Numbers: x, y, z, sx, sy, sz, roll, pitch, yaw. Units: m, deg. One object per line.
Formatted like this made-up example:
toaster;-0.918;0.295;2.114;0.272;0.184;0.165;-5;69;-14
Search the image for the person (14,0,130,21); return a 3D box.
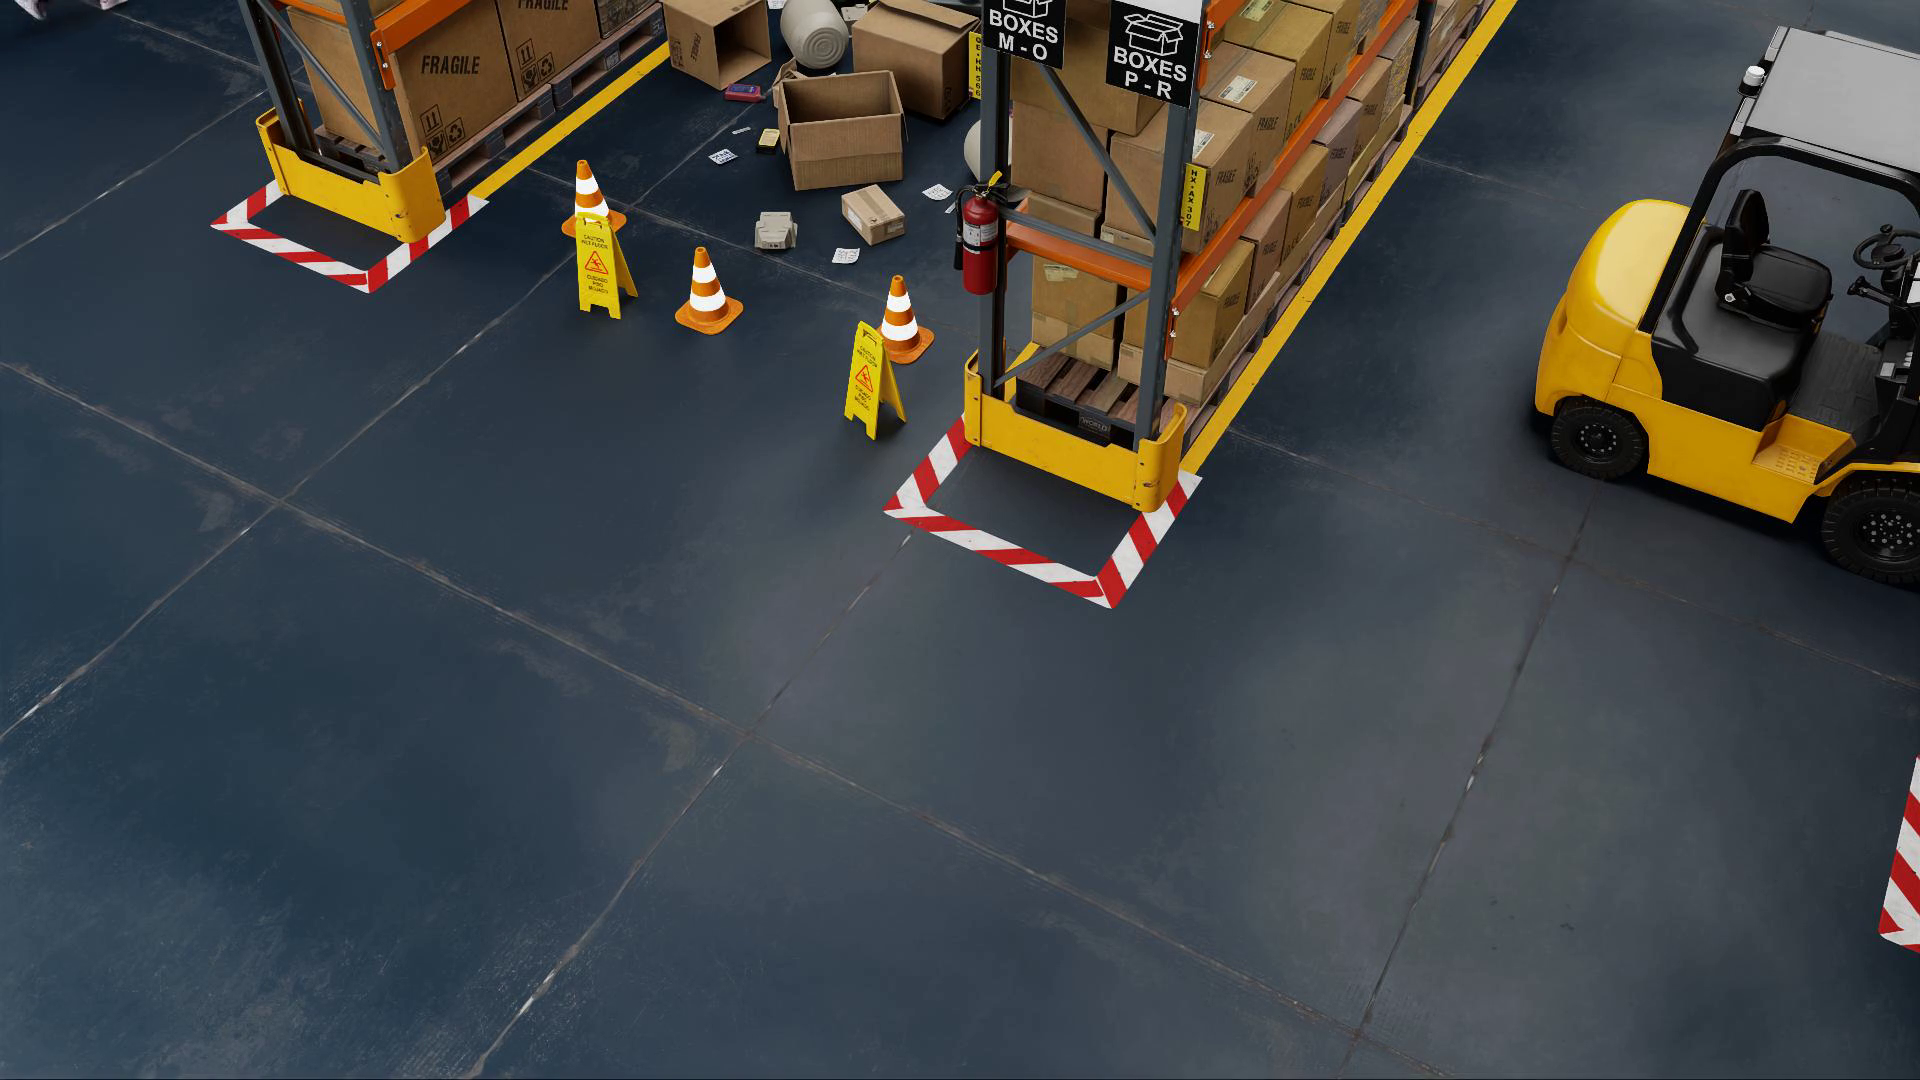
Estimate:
person;-6.386;-4.339;11.536;1.079;1.537;0.833;-26;53;-22
